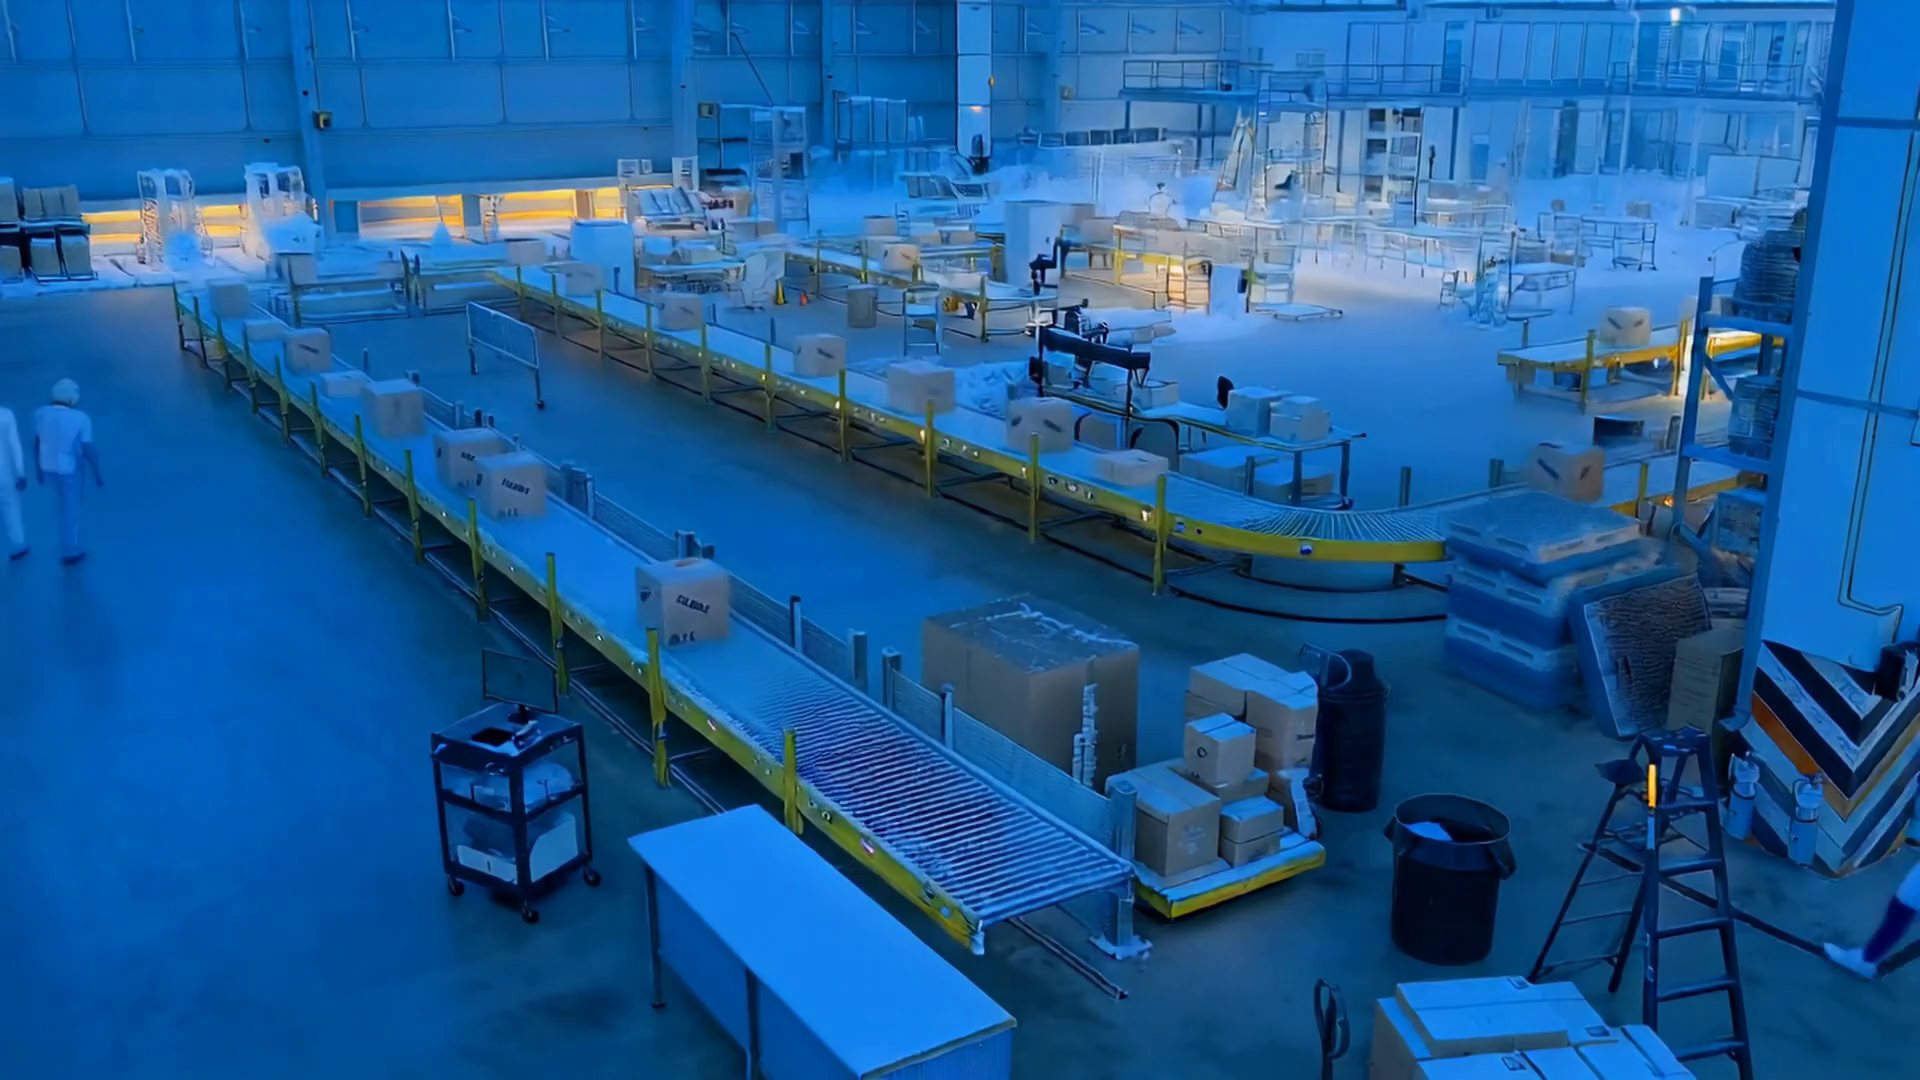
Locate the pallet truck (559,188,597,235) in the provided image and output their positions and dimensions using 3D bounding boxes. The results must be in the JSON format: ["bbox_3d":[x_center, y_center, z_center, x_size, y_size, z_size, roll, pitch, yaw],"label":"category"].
[{"bbox_3d":[-10.010,-8.652,43.699,0.653,1.274,1.630,-10,20,-31],"label":"pallet truck"}]

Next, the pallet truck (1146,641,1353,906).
[{"bbox_3d":[1.664,1.407,10.232,1.630,1.274,0.653,-10,20,-31],"label":"pallet truck"}]

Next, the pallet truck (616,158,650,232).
[{"bbox_3d":[-8.918,-9.176,44.255,0.823,1.965,1.885,-9,19,-27],"label":"pallet truck"}]

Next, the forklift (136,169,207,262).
[{"bbox_3d":[-17.842,-7.318,37.559,1.157,1.987,2.680,-10,20,-31],"label":"forklift"}]

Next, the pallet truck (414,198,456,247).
[{"bbox_3d":[-13.250,-8.060,41.856,0.680,1.201,1.601,-10,20,-31],"label":"pallet truck"}]

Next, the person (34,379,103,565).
[{"bbox_3d":[-8.699,-0.661,16.233,0.609,1.808,0.487,3,17,9],"label":"person"}]

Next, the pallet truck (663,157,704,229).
[{"bbox_3d":[-7.586,-9.308,44.692,0.823,1.965,1.885,-11,20,-33],"label":"pallet truck"}]

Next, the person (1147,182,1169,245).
[{"bbox_3d":[4.582,-7.437,38.799,0.570,1.813,0.988,0,17,-1],"label":"person"}]

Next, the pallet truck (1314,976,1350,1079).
[{"bbox_3d":[2.299,2.390,7.086,1.601,1.201,0.680,-2,17,-7],"label":"pallet truck"}]

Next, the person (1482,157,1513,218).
[{"bbox_3d":[15.588,-10.207,48.169,0.922,1.719,0.544,13,21,37],"label":"person"}]

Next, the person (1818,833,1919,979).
[{"bbox_3d":[5.168,1.659,8.784,0.540,1.647,0.880,-14,22,-40],"label":"person"}]

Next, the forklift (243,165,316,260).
[{"bbox_3d":[-15.898,-7.669,38.708,1.157,1.987,2.680,-11,20,-33],"label":"forklift"}]

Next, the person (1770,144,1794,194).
[{"bbox_3d":[25.377,-11.257,51.367,0.921,1.901,0.593,6,18,20],"label":"person"}]

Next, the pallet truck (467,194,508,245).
[{"bbox_3d":[-11.983,-8.177,42.137,0.704,1.261,1.522,-11,20,-33],"label":"pallet truck"}]

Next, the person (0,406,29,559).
[{"bbox_3d":[-9.417,-0.644,16.084,0.666,1.874,0.814,-3,17,-11],"label":"person"}]
